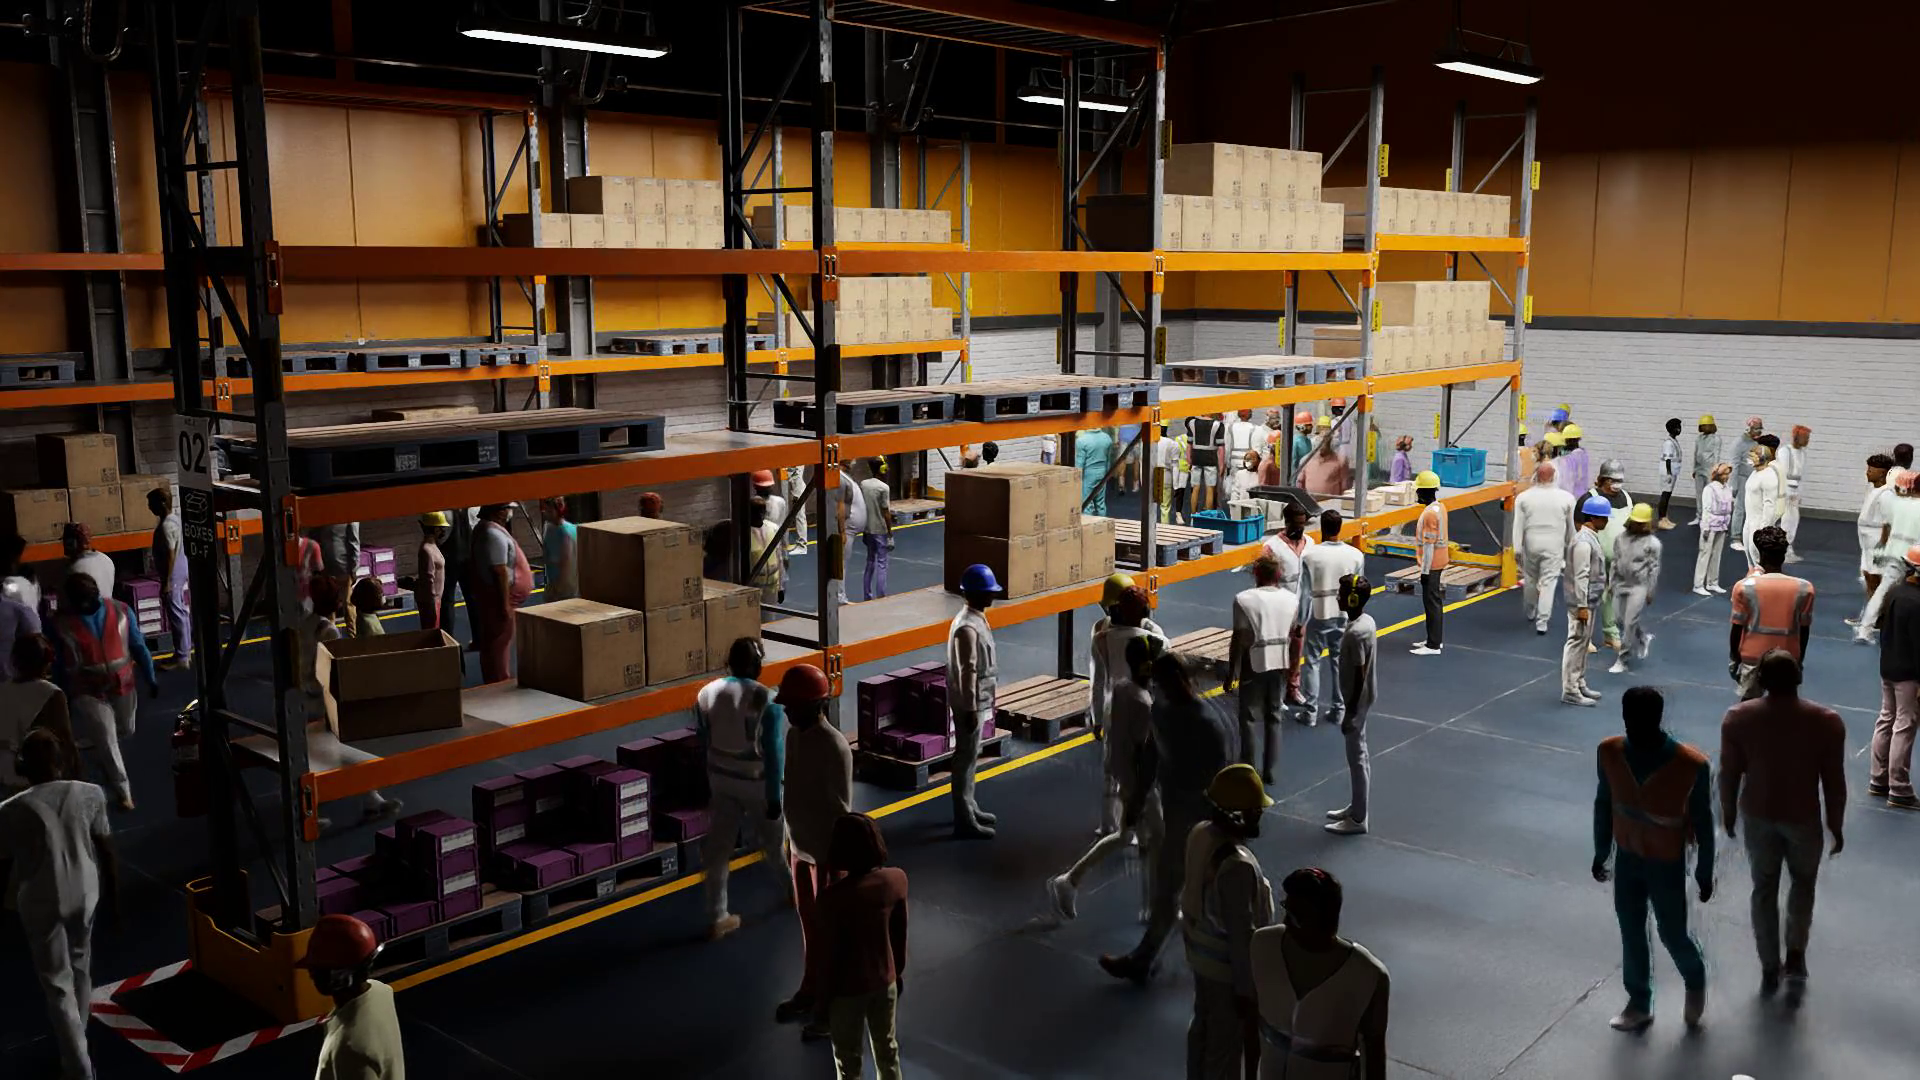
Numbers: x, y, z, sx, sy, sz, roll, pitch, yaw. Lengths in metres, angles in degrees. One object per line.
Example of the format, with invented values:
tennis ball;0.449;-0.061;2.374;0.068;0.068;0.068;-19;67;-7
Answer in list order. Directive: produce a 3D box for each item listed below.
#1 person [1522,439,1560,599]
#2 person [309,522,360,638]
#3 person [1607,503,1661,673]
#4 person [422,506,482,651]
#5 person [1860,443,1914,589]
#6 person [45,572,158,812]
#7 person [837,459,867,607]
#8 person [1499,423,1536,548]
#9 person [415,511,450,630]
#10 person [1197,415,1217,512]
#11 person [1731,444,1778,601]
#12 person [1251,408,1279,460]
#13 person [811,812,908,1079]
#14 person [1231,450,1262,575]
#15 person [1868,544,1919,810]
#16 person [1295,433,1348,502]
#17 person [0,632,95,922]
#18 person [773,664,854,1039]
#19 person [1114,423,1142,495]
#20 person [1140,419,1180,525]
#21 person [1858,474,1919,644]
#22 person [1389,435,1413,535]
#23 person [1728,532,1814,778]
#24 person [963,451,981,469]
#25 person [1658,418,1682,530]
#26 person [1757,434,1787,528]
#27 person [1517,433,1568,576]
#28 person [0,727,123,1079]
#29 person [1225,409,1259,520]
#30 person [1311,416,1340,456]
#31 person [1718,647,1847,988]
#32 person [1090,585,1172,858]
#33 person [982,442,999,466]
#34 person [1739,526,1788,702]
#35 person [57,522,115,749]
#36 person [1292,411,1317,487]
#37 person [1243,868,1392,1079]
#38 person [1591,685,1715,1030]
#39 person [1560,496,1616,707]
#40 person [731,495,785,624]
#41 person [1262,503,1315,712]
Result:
person;7.057;-0.251;20.131;0.361;1.933;0.628;5;11;30
person;-6.560;0.286;17.418;0.563;1.756;0.319;1;10;9
person;6.720;0.457;16.499;0.599;1.715;0.510;-6;11;-34
person;-5.256;0.174;17.244;0.681;2.000;0.535;-8;12;-39
person;11.259;-0.227;20.061;0.456;1.901;0.611;-2;10;-9
person;-6.464;1.092;12.511;0.699;1.799;0.872;-9;13;-42
person;-1.318;-0.156;19.218;0.536;2.000;0.676;0;10;-2
person;7.475;-0.613;22.338;0.596;1.911;0.399;-7;12;-35
person;-4.963;0.574;15.714;0.350;1.758;0.522;-2;10;-13
person;3.929;-1.310;26.445;0.388;1.930;0.544;-2;10;-9
person;9.375;-0.162;19.556;0.356;1.938;0.638;2;10;10
person;4.658;-1.036;24.923;0.653;1.894;0.400;-6;11;-33
person;-0.447;2.013;7.476;0.507;1.633;0.280;-8;12;-40
person;3.788;-0.363;21.666;0.507;1.633;0.278;7;12;37
person;7.096;1.008;12.436;0.393;1.985;0.611;1;10;5
person;4.654;-0.454;21.546;0.642;1.853;1.008;5;11;29
person;-5.593;1.485;10.087;0.764;1.827;0.424;6;11;34
person;-0.777;1.620;8.788;0.408;1.986;0.620;-6;11;-33
person;2.979;-1.784;29.040;0.612;2.004;0.942;3;10;18
person;2.826;-0.816;23.523;0.587;1.920;0.396;5;11;26
person;10.005;0.206;17.627;1.028;1.868;0.607;-2;10;-14
person;6.240;-0.680;23.577;0.313;1.629;0.524;3;10;18
person;6.374;0.913;13.130;0.599;1.949;0.415;2;10;13
person;0.133;-0.328;21.536;0.387;1.640;0.562;4;10;22
person;10.833;-1.014;25.362;0.315;1.696;0.541;5;11;28
person;9.983;-0.335;20.561;0.380;1.958;0.598;9;13;42
person;7.634;-0.459;21.547;1.033;1.869;0.595;9;13;42
person;-4.487;1.799;8.192;0.832;1.811;0.536;8;12;40
person;4.379;-1.160;25.682;0.574;1.883;0.356;5;11;25
person;5.522;-1.021;25.289;0.484;1.737;0.321;0;10;-2
person;4.604;1.554;9.357;0.652;1.919;0.426;5;11;29
person;1.167;1.239;11.377;0.577;1.879;0.350;4;10;23
person;0.401;-0.468;22.103;0.318;1.697;0.535;2;10;14
person;6.461;0.853;13.411;0.361;1.965;0.613;5;11;26
person;-7.336;0.792;13.955;0.405;1.911;0.636;0;10;-2
person;4.750;-0.795;23.162;0.382;1.994;0.623;6;11;33
person;1.334;2.109;6.293;0.564;1.840;0.396;7;12;37
person;3.677;1.667;8.795;0.586;1.890;0.631;-8;12;-40
person;5.755;0.554;15.293;0.415;1.939;0.605;5;11;27
person;-1.955;0.480;16.013;0.625;1.844;0.429;-8;12;-38
person;2.976;0.600;15.117;0.598;1.908;0.410;-6;11;-34
